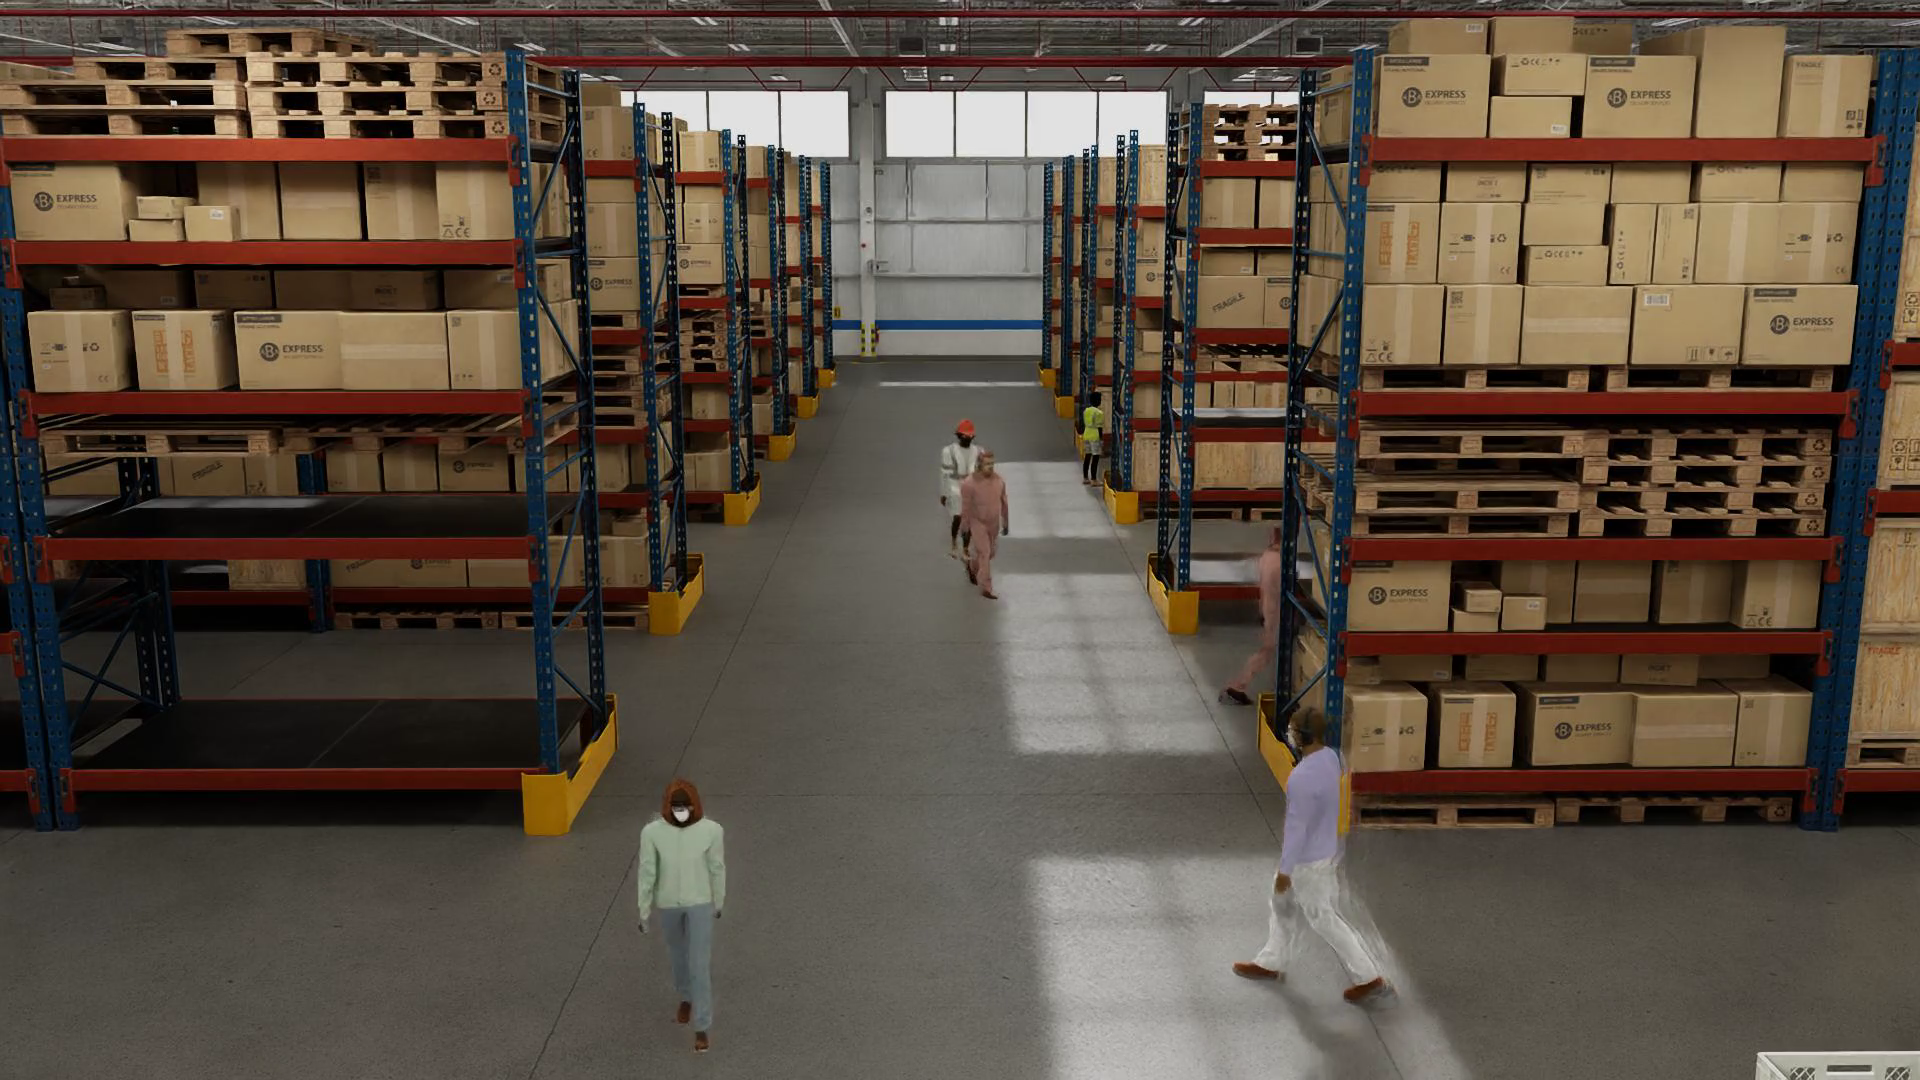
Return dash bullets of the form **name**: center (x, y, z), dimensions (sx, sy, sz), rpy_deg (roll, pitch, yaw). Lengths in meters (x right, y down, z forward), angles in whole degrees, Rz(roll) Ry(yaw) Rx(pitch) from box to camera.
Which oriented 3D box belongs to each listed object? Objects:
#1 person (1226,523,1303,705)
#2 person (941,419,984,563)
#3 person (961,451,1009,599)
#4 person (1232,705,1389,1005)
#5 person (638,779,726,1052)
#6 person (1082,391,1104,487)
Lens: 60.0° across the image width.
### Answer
- **person**: center (3.148, 0.741, 16.577), dimensions (0.981, 1.869, 0.649), rpy_deg (0, 11, 0)
- **person**: center (0.055, -0.678, 23.175), dimensions (0.641, 2.030, 0.435), rpy_deg (-4, 12, -20)
- **person**: center (0.289, -0.230, 21.351), dimensions (0.652, 1.880, 0.817), rpy_deg (-7, 13, -31)
- **person**: center (2.242, 1.966, 10.413), dimensions (0.976, 1.904, 0.644), rpy_deg (5, 12, 23)
- **person**: center (-1.655, 2.220, 9.893), dimensions (0.508, 1.599, 0.814), rpy_deg (-1, 11, -3)
- **person**: center (2.375, -1.795, 29.566), dimensions (0.320, 1.690, 0.537), rpy_deg (-6, 13, -29)
